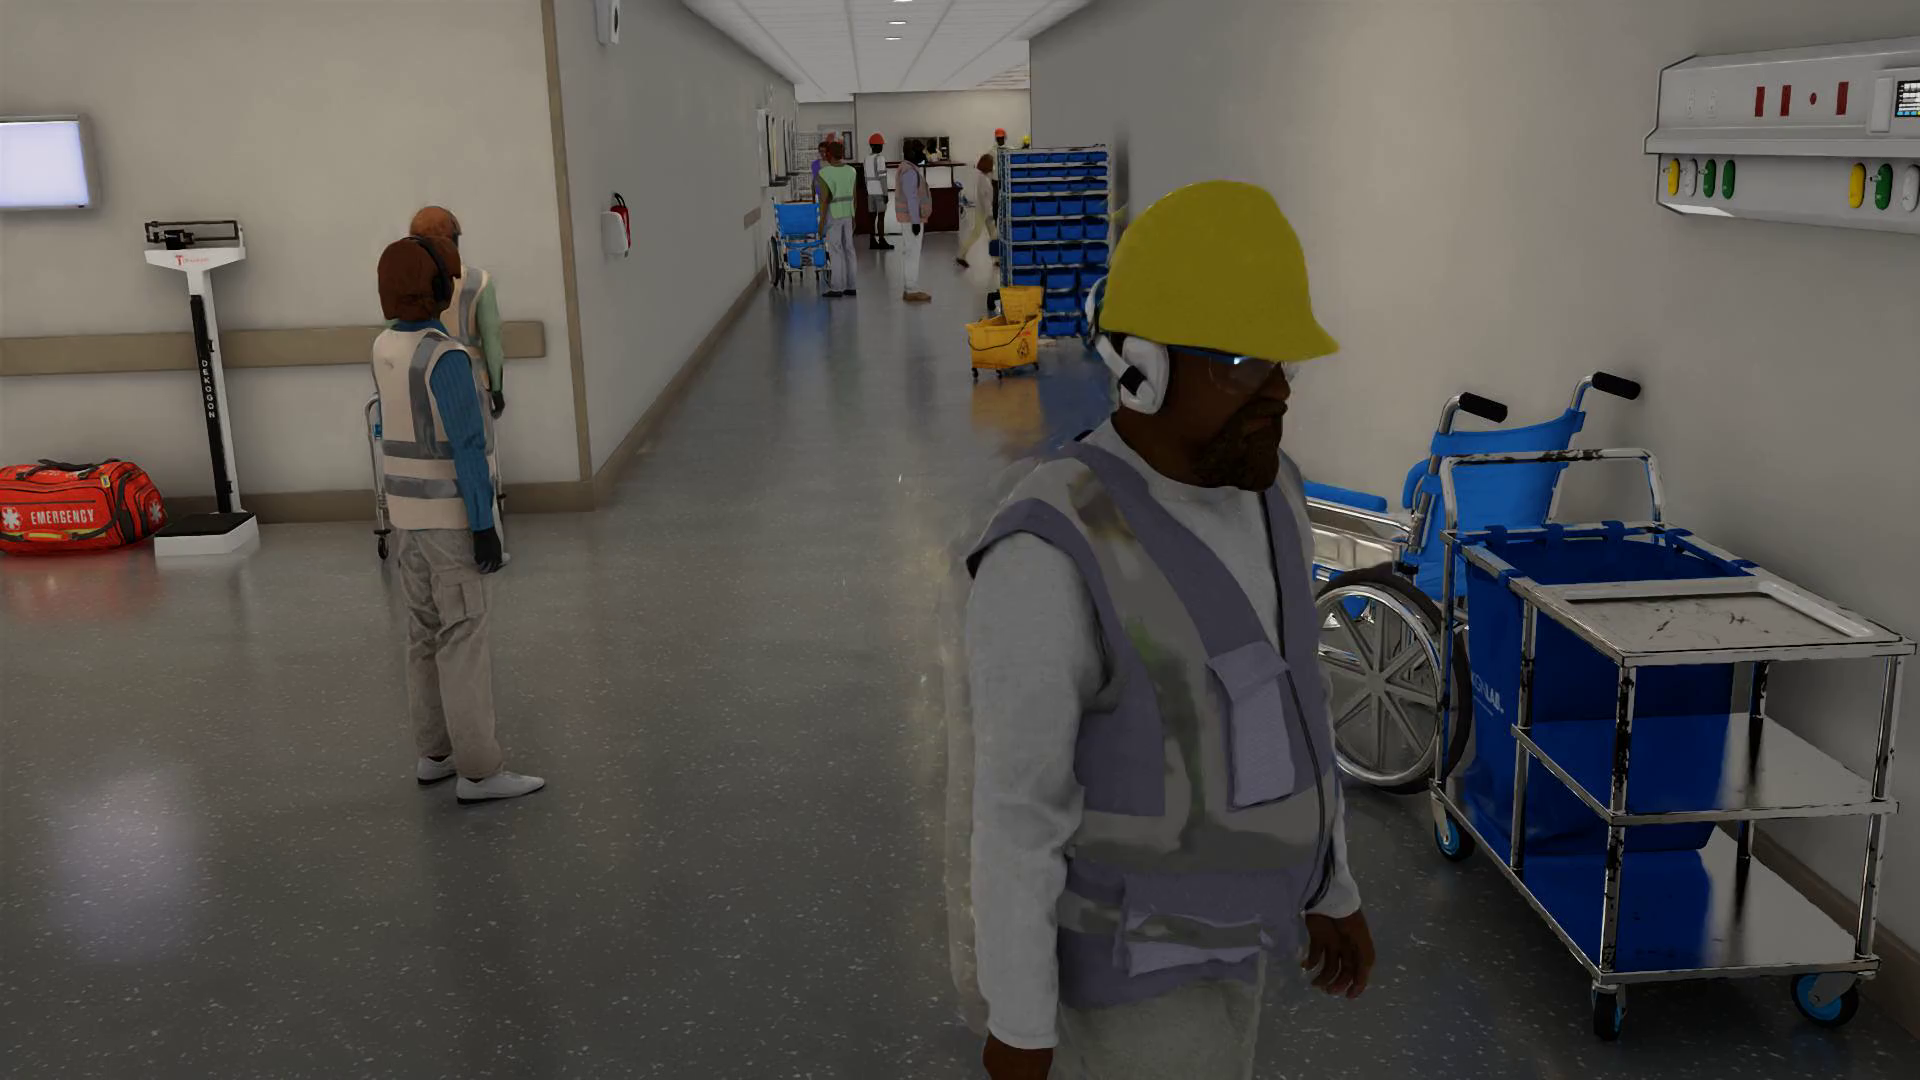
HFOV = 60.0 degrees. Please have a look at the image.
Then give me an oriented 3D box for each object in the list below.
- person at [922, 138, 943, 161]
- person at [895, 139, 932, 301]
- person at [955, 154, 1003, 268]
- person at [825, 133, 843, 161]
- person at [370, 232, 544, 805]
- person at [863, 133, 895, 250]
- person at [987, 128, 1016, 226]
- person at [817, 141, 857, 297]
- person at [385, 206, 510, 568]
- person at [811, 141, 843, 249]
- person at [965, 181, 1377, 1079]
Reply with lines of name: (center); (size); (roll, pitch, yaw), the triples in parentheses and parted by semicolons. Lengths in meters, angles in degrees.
person: (-0.624, -8.202, 37.808); (0.633, 1.835, 0.429); (-10, 16, -32)
person: (-0.529, -3.696, 19.254); (0.429, 1.842, 0.630); (-3, 14, -7)
person: (0.295, -4.675, 23.682); (0.814, 1.597, 0.510); (0, 14, 7)
person: (-2.912, -8.341, 38.297); (0.375, 1.997, 0.611); (7, 16, 31)
person: (-1.487, -0.052, 4.799); (0.306, 1.645, 0.522); (-14, 18, -41)
person: (-1.391, -5.908, 28.248); (0.354, 1.939, 0.544); (-12, 17, -37)
person: (0.859, -7.483, 34.333); (0.612, 1.994, 0.395); (0, 14, 8)
person: (-1.457, -3.838, 19.937); (0.565, 1.846, 0.390); (-15, 19, -43)
person: (-2.270, -0.651, 7.386); (0.506, 1.631, 0.311); (-3, 14, -4)
person: (-2.102, -5.425, 26.552); (0.563, 1.839, 0.389); (3, 15, 20)
person: (0.271, 0.473, 2.097); (0.417, 1.812, 0.588); (8, 16, 33)
